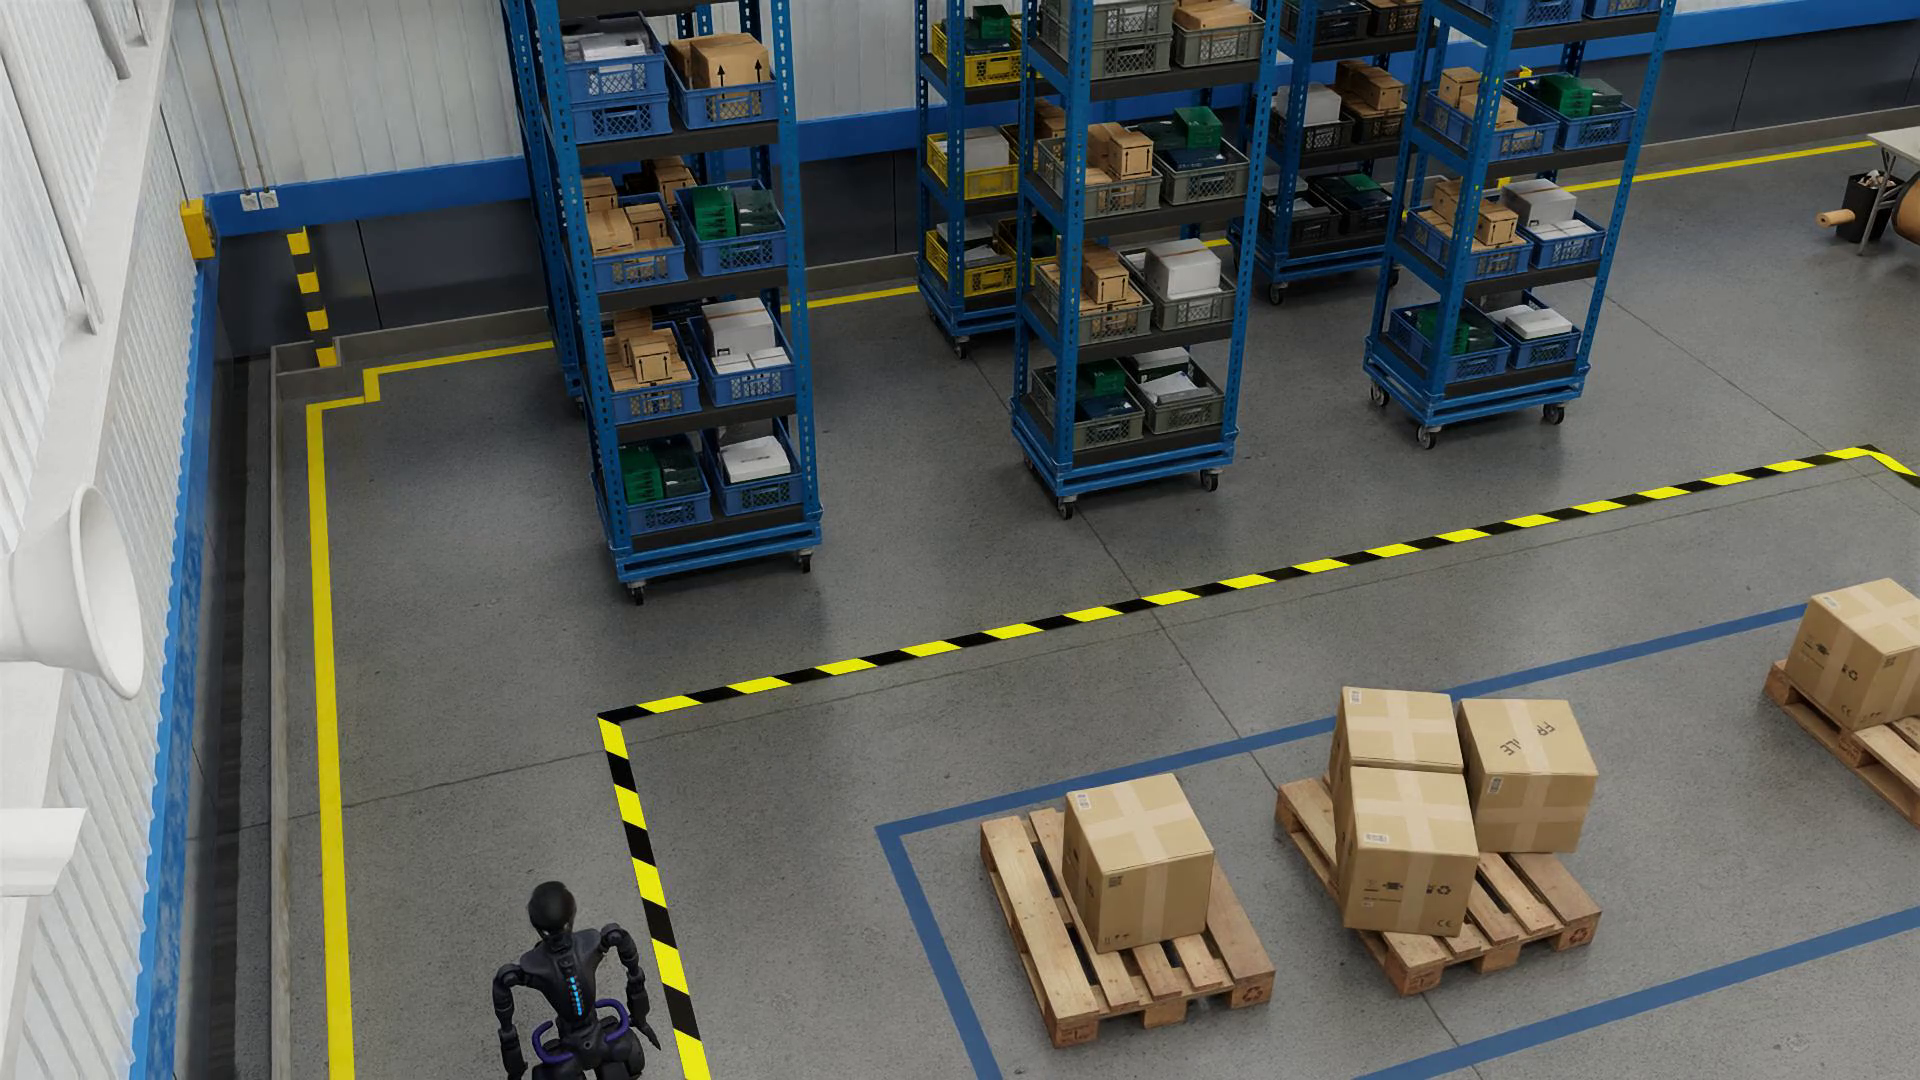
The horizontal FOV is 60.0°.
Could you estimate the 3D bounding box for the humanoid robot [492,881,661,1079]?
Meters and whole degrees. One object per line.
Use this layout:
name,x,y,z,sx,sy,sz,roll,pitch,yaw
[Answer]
humanoid robot,-1.402,1.891,6.141,0.599,1.655,0.315,-18,39,-23
